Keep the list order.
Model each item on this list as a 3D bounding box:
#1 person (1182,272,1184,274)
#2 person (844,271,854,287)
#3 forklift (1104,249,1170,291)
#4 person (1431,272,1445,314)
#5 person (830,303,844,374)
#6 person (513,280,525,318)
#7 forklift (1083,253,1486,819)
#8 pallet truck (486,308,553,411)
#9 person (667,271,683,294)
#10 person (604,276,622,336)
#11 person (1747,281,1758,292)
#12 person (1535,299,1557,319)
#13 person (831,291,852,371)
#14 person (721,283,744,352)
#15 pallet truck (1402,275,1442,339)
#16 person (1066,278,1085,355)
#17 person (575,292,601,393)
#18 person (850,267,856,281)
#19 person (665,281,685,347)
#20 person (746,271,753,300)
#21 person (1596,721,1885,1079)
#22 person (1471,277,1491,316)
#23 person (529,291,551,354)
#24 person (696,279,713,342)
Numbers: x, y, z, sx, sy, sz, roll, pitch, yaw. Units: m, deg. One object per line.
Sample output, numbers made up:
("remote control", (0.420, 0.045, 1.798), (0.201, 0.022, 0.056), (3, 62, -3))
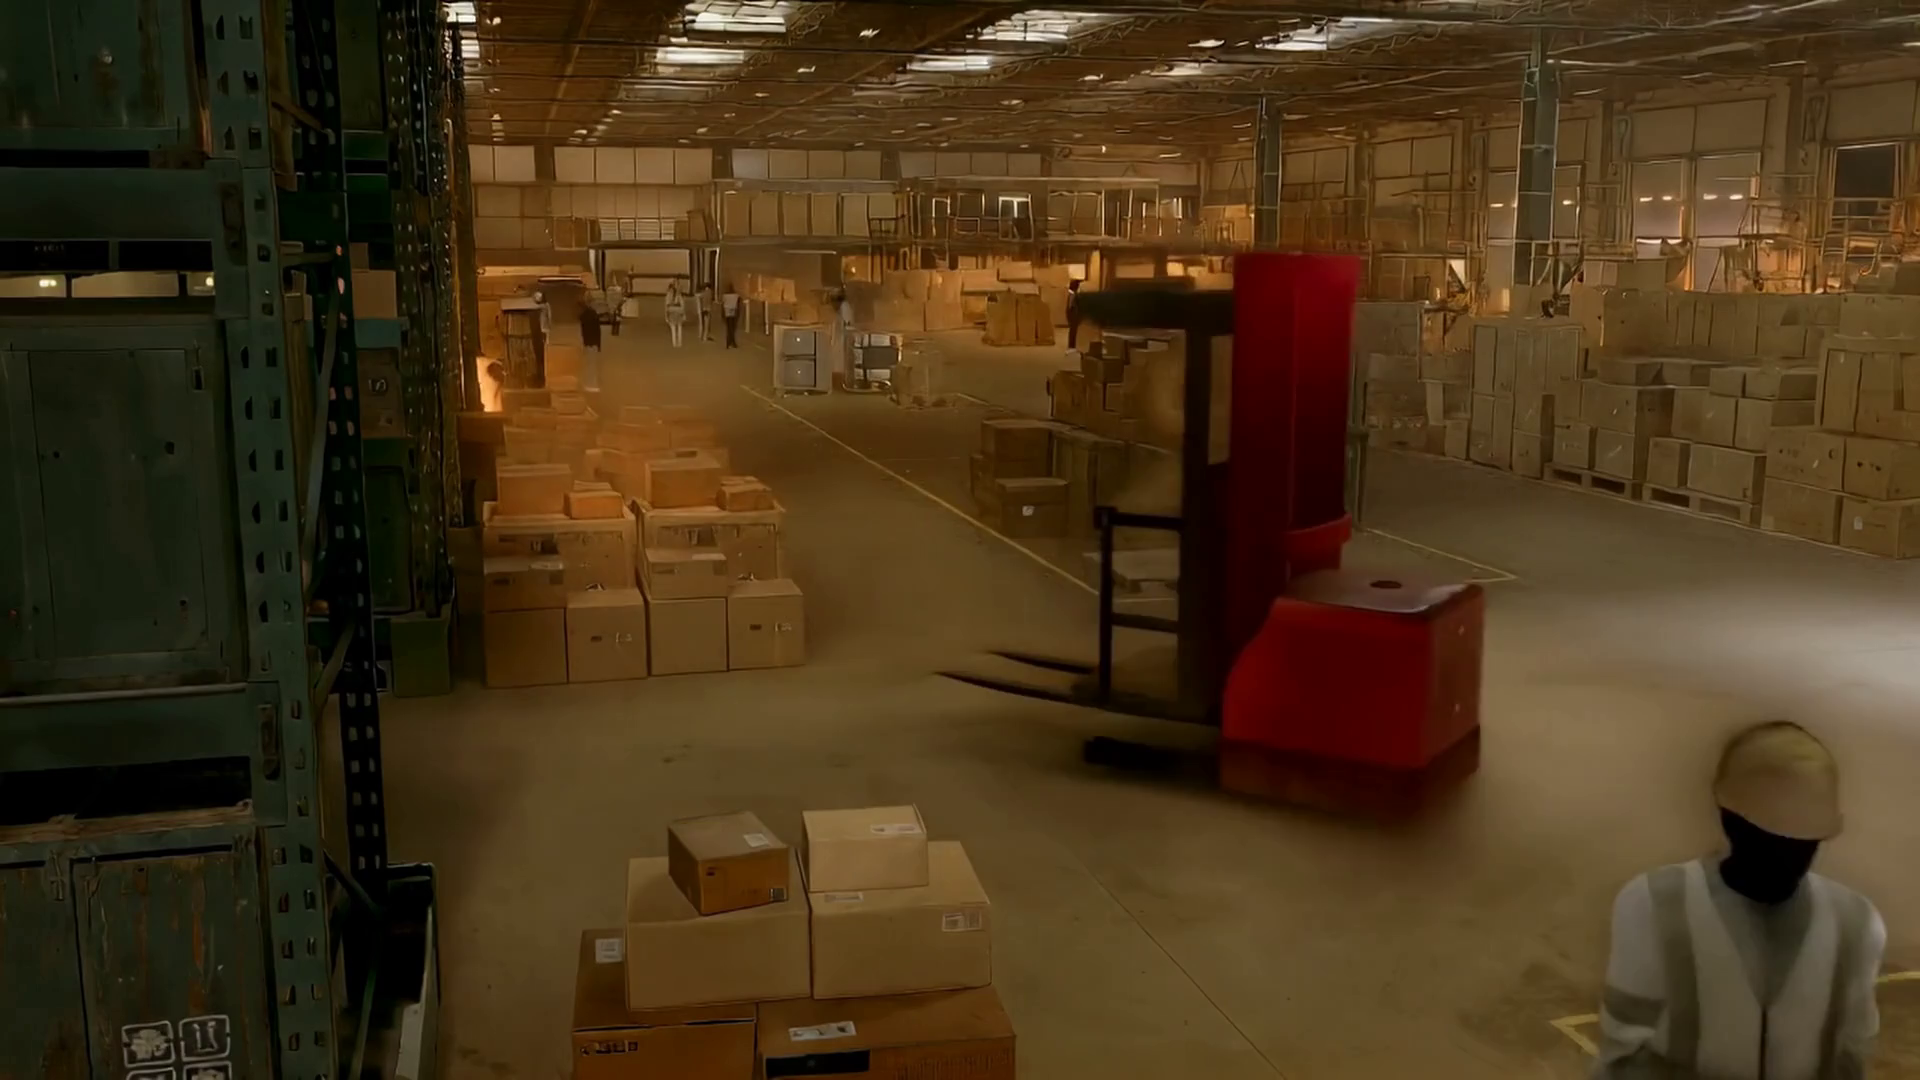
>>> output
("person", (11.417, -13.312, 86.560), (0.597, 1.828, 1.000), (-3, 11, -19))
("person", (-4.787, -10.674, 71.590), (0.503, 1.826, 0.548), (9, 13, 42))
("forklift", (2.620, -2.962, 24.944), (1.129, 2.768, 1.873), (-3, 10, -15))
("person", (20.194, -10.482, 70.585), (0.645, 1.790, 0.952), (1, 10, 6))
("person", (-2.834, -4.555, 37.593), (0.852, 1.592, 0.529), (2, 10, 13))
("person", (-14.031, -7.325, 52.656), (0.568, 1.813, 0.626), (-1, 10, -6))
("forklift", (1.768, -0.122, 8.864), (1.873, 2.768, 1.129), (7, 12, 34))
("pallet truck", (-6.242, -2.418, 24.362), (0.823, 1.965, 1.885), (1, 10, 3))
("person", (-11.122, -9.526, 64.914), (0.596, 1.894, 0.746), (-2, 10, -11))
("person", (-11.171, -7.527, 53.563), (0.555, 1.903, 0.865), (-1, 10, -4))
("person", (27.320, -8.208, 57.354), (0.594, 1.922, 0.375), (-9, 13, -40))
("person", (10.405, -3.316, 29.613), (0.635, 1.938, 0.359), (-7, 12, -34))
("person", (-2.751, -4.770, 38.119), (0.962, 1.834, 0.611), (-1, 10, -3))
("person", (-6.280, -6.101, 45.597), (0.612, 1.874, 1.006), (4, 11, 21))
("pallet truck", (14.620, -7.324, 52.145), (0.823, 1.965, 1.885), (8, 13, 40))
("person", (3.087, -5.951, 44.248), (0.539, 2.000, 0.689), (1, 10, 3))
("person", (-7.294, -3.871, 32.661), (0.461, 1.984, 0.700), (-8, 13, -37))
("person", (-4.836, -11.290, 74.689), (0.361, 1.965, 0.612), (-5, 11, -26))
("person", (-8.082, -6.405, 47.234), (0.560, 1.885, 1.013), (-2, 10, -13))
("person", (-9.396, -11.145, 74.438), (0.311, 1.768, 0.522), (3, 11, 17))
("person", (1.626, 1.296, 3.531), (0.560, 1.926, 0.523), (1, 10, 5))
("person", (18.188, -8.270, 58.066), (0.626, 1.816, 0.909), (4, 11, 19))
("person", (-11.146, -5.737, 44.038), (0.559, 1.674, 0.614), (-1, 10, -5))
("person", (-7.714, -6.935, 50.286), (0.532, 1.876, 0.321), (-7, 12, -34))
